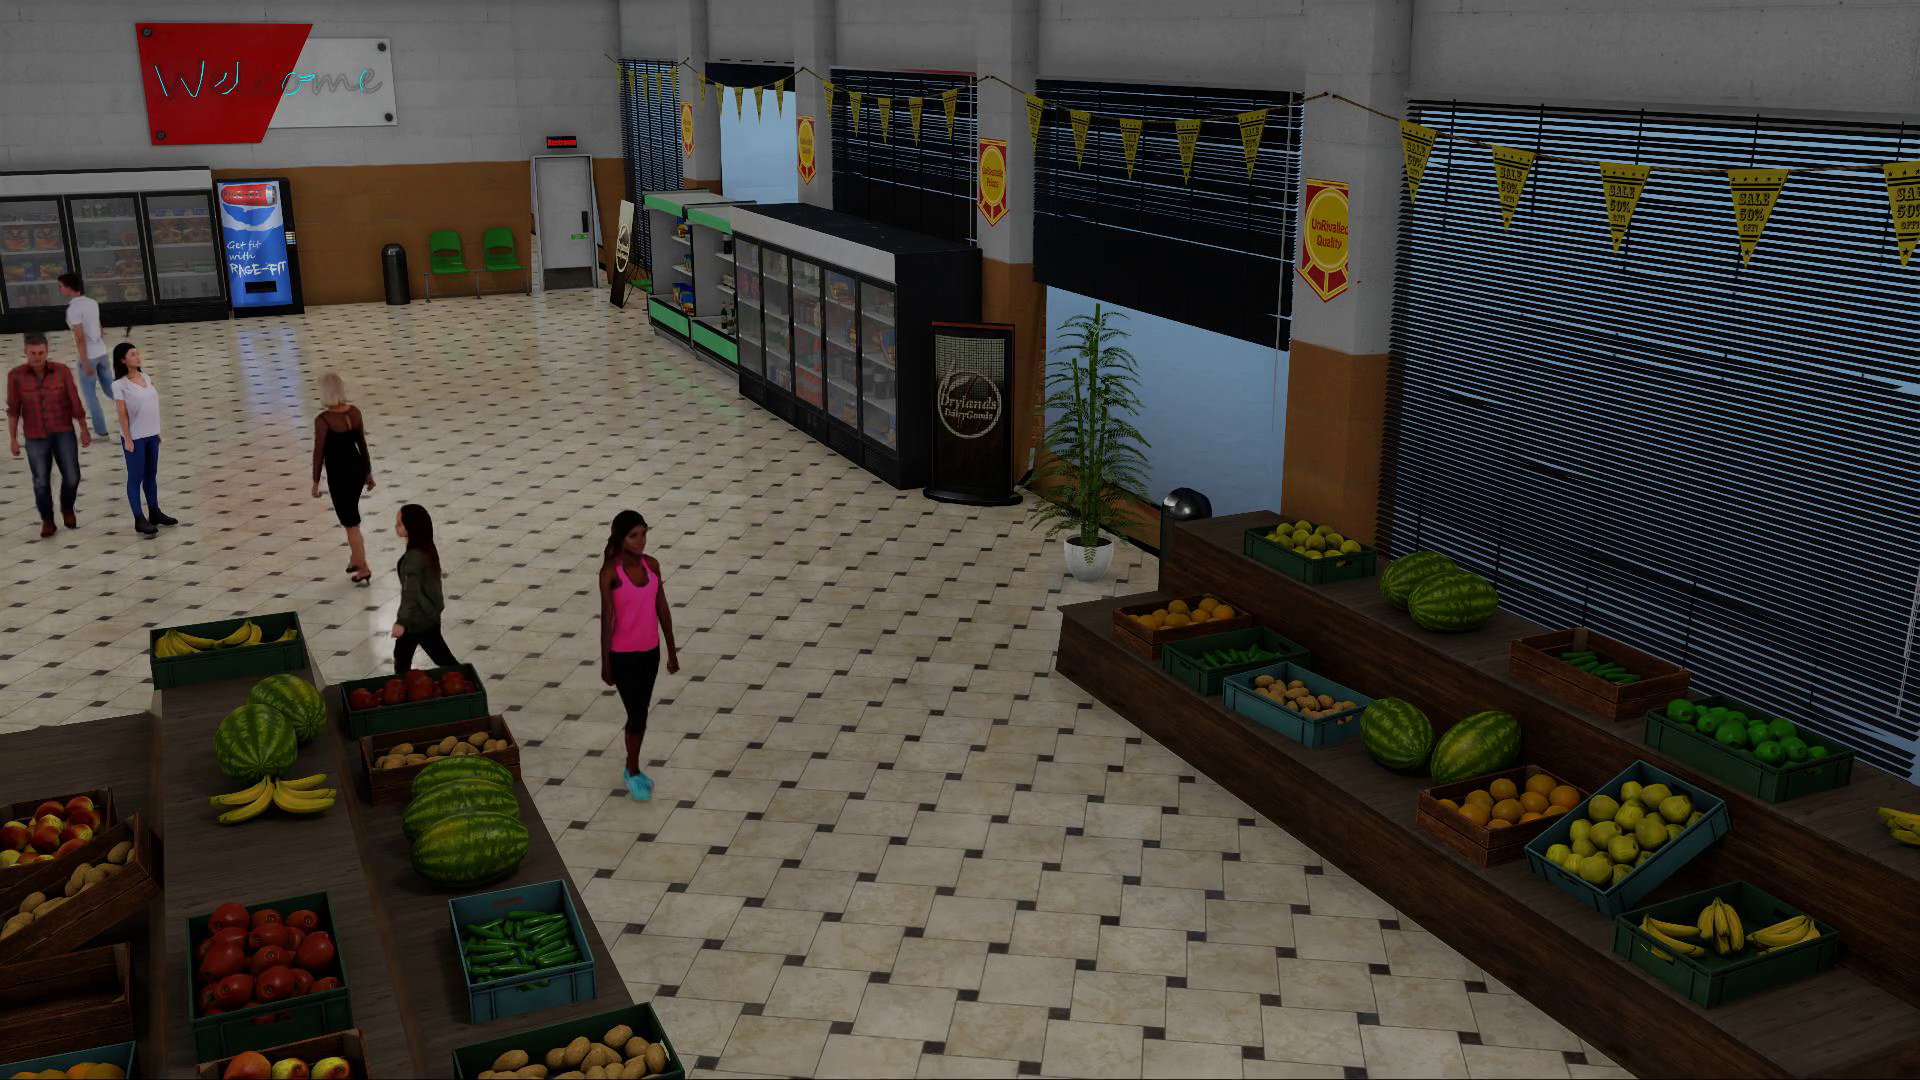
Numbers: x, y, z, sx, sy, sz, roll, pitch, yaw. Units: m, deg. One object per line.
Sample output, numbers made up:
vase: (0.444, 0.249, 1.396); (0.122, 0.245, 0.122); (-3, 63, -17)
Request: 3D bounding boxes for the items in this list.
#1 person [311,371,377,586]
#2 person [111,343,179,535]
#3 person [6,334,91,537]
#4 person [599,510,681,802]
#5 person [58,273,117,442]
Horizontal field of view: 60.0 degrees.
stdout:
person: (-4.829, -0.470, 13.231); (0.795, 1.734, 0.752); (9, 19, 27)
person: (-7.268, -0.898, 14.724); (0.739, 1.684, 0.645); (3, 17, 10)
person: (-8.017, -0.942, 14.657); (0.780, 1.809, 0.676); (-7, 18, -21)
person: (-1.933, 0.638, 9.625); (0.735, 1.708, 0.683); (16, 23, 43)
person: (-9.304, -1.961, 17.981); (0.987, 1.827, 0.974); (2, 17, 7)
